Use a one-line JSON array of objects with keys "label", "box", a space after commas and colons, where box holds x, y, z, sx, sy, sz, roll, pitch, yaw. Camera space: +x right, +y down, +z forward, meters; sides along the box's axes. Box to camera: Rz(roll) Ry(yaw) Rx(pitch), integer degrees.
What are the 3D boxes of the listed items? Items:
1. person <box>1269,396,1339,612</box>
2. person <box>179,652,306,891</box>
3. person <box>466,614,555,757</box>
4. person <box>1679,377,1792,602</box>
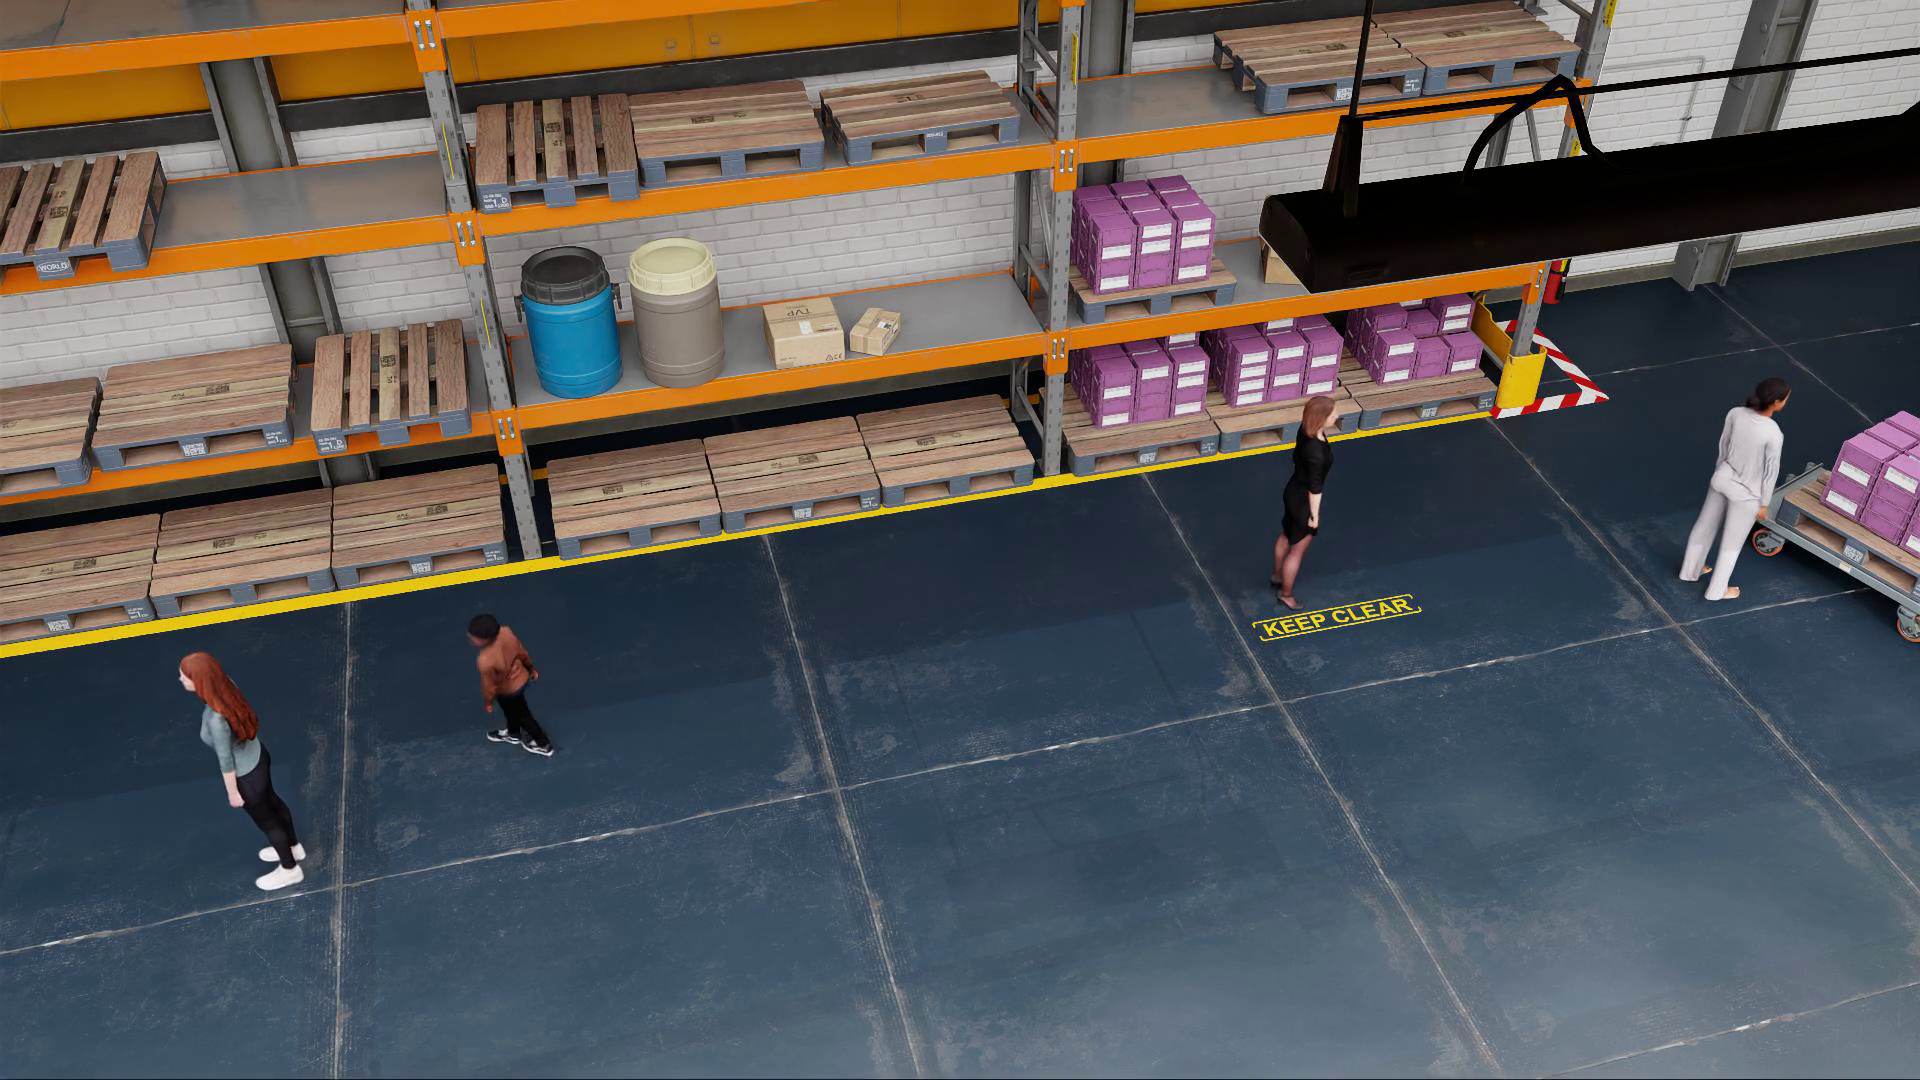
[{"label": "person", "box": [2.342, -0.263, 11.370, 0.562, 1.704, 0.625, -2, 39, -3]}, {"label": "person", "box": [-4.028, 1.291, 9.394, 0.525, 1.741, 0.569, -8, 39, -10]}, {"label": "person", "box": [-2.749, 0.899, 10.302, 0.790, 1.221, 0.708, 14, 41, 16]}, {"label": "person", "box": [5.362, -0.360, 11.465, 0.593, 1.738, 0.670, -16, 41, -19]}]
